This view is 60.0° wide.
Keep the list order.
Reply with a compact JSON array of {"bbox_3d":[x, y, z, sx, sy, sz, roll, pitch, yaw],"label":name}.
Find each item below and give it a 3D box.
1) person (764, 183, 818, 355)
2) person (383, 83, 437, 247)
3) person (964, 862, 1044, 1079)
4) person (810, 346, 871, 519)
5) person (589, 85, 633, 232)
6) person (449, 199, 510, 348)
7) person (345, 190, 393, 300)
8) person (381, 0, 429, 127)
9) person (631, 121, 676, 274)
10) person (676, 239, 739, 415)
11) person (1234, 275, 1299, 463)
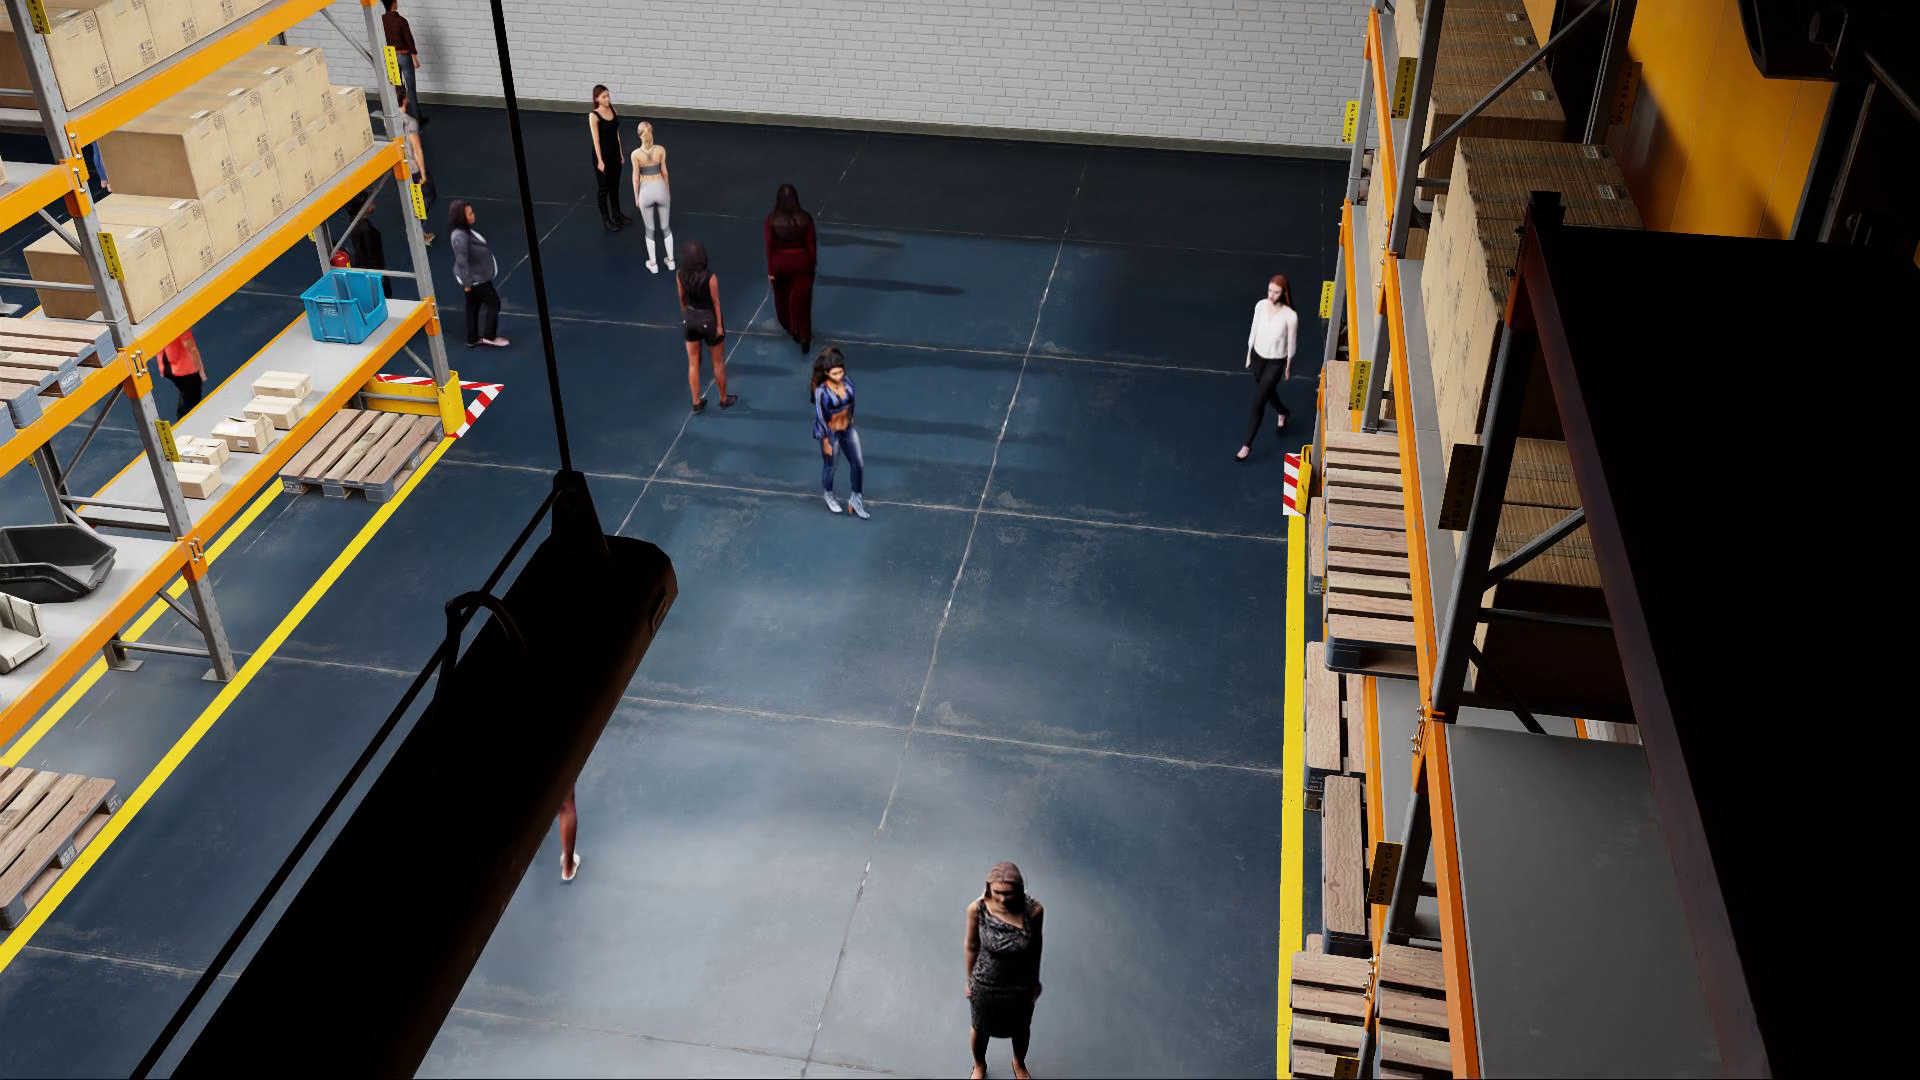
[{"bbox_3d":[-1.671,-2.672,16.646,0.902,1.719,1.183,-4,34,-7],"label":"person"},{"bbox_3d":[-6.254,-4.172,18.753,0.728,1.884,0.818,13,36,19],"label":"person"},{"bbox_3d":[0.240,2.381,9.056,0.604,1.704,0.539,0,34,0],"label":"person"},{"bbox_3d":[-1.102,-0.924,14.116,0.807,1.609,0.868,-28,43,-36],"label":"person"},{"bbox_3d":[-4.111,-4.472,19.384,0.727,1.686,0.616,19,38,26],"label":"person"},{"bbox_3d":[-4.975,-2.650,16.735,0.862,1.584,0.785,-16,37,-23],"label":"person"},{"bbox_3d":[-6.013,-2.730,16.787,0.996,1.660,0.903,-26,42,-33],"label":"person"},{"bbox_3d":[-7.494,-6.430,22.246,0.643,1.777,0.504,5,34,7],"label":"person"},{"bbox_3d":[-3.370,-3.782,18.331,0.632,1.702,0.655,-10,35,-15],"label":"person"},{"bbox_3d":[-2.436,-1.989,15.600,0.653,1.740,0.729,13,36,18],"label":"person"},{"bbox_3d":[2.831,-1.590,15.014,1.019,1.723,1.195,28,43,36],"label":"person"}]
